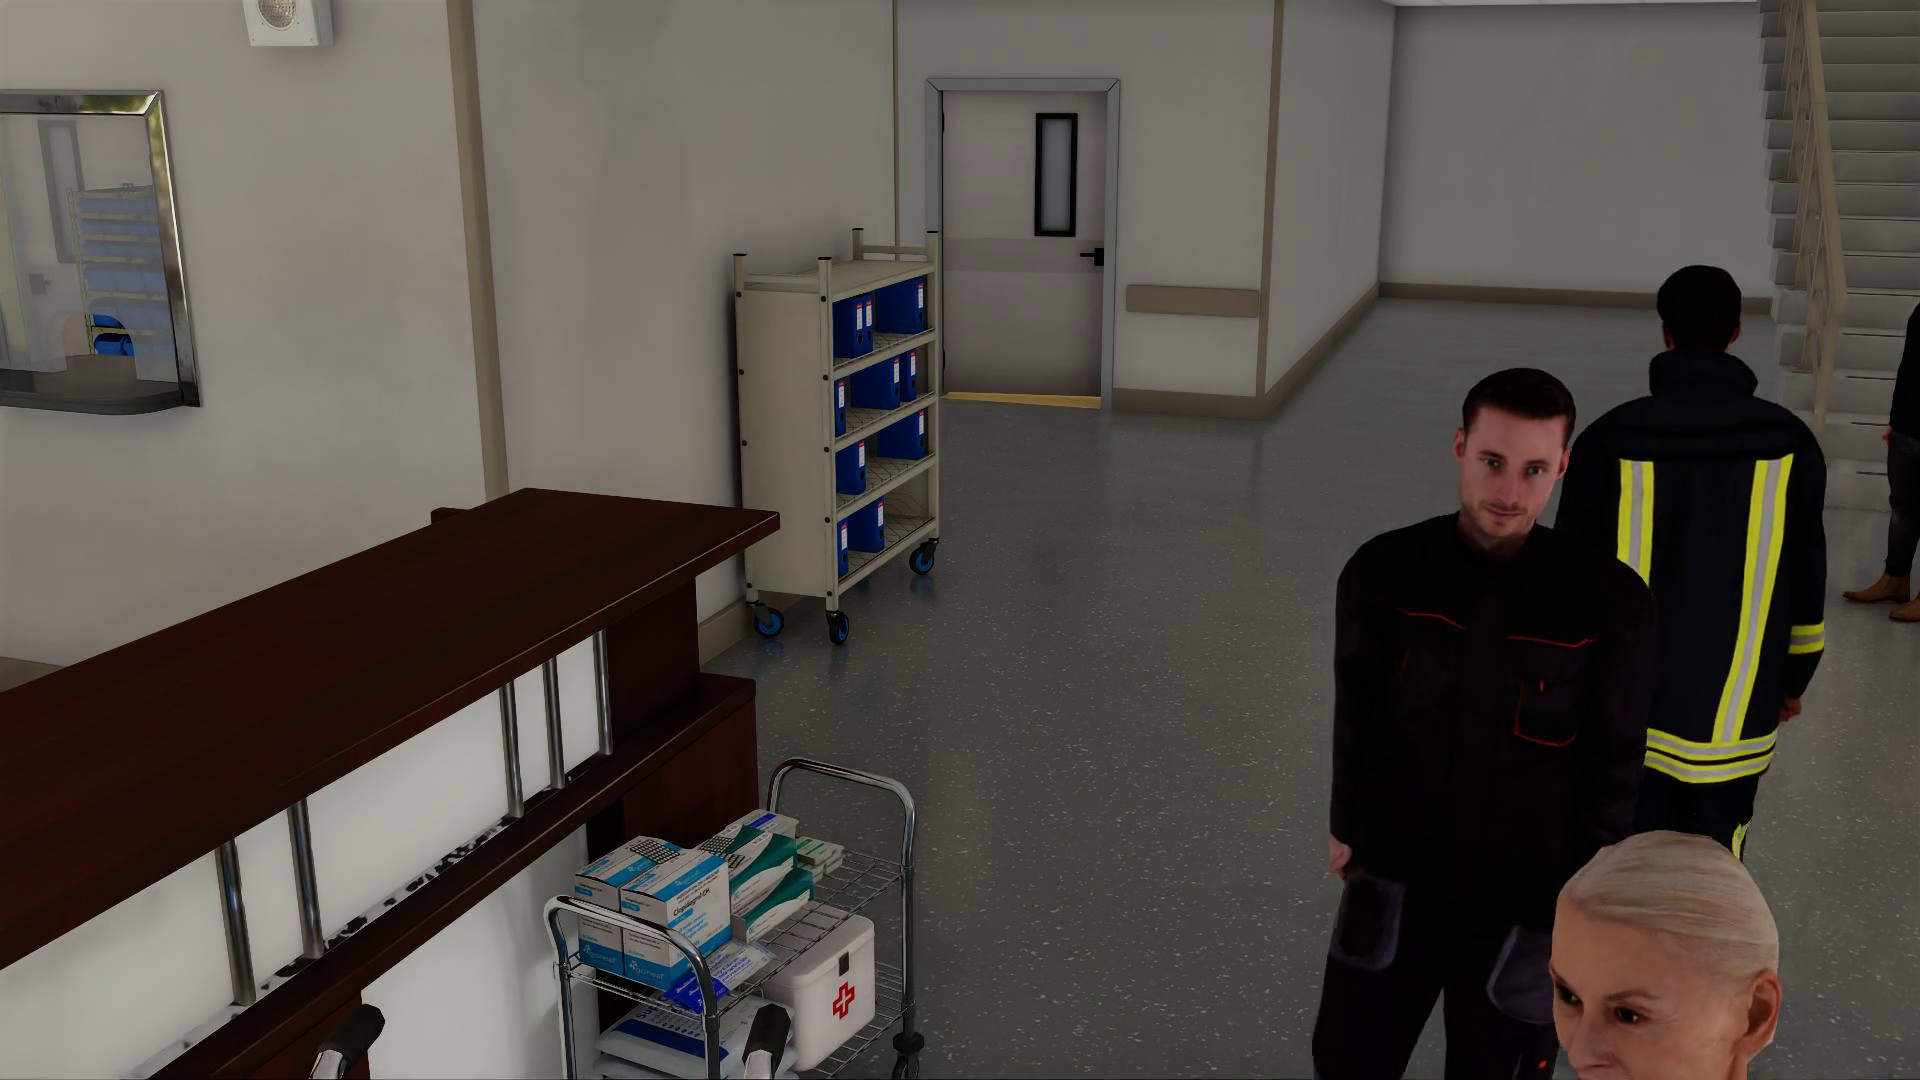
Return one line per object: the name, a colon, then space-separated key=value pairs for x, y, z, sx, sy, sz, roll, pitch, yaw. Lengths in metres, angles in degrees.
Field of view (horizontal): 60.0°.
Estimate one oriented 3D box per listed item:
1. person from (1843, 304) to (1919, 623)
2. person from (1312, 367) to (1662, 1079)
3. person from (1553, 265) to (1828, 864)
person: x=4.267 y=-0.514 z=7.281 sx=0.785 sy=1.722 sz=0.654 roll=-2 pitch=16 yaw=-8
person: x=0.922 y=0.598 z=3.026 sx=0.723 sy=1.891 sz=0.781 roll=8 pitch=18 yaw=27
person: x=1.731 y=0.320 z=3.981 sx=0.796 sy=1.908 sz=0.724 roll=6 pitch=17 yaw=20
